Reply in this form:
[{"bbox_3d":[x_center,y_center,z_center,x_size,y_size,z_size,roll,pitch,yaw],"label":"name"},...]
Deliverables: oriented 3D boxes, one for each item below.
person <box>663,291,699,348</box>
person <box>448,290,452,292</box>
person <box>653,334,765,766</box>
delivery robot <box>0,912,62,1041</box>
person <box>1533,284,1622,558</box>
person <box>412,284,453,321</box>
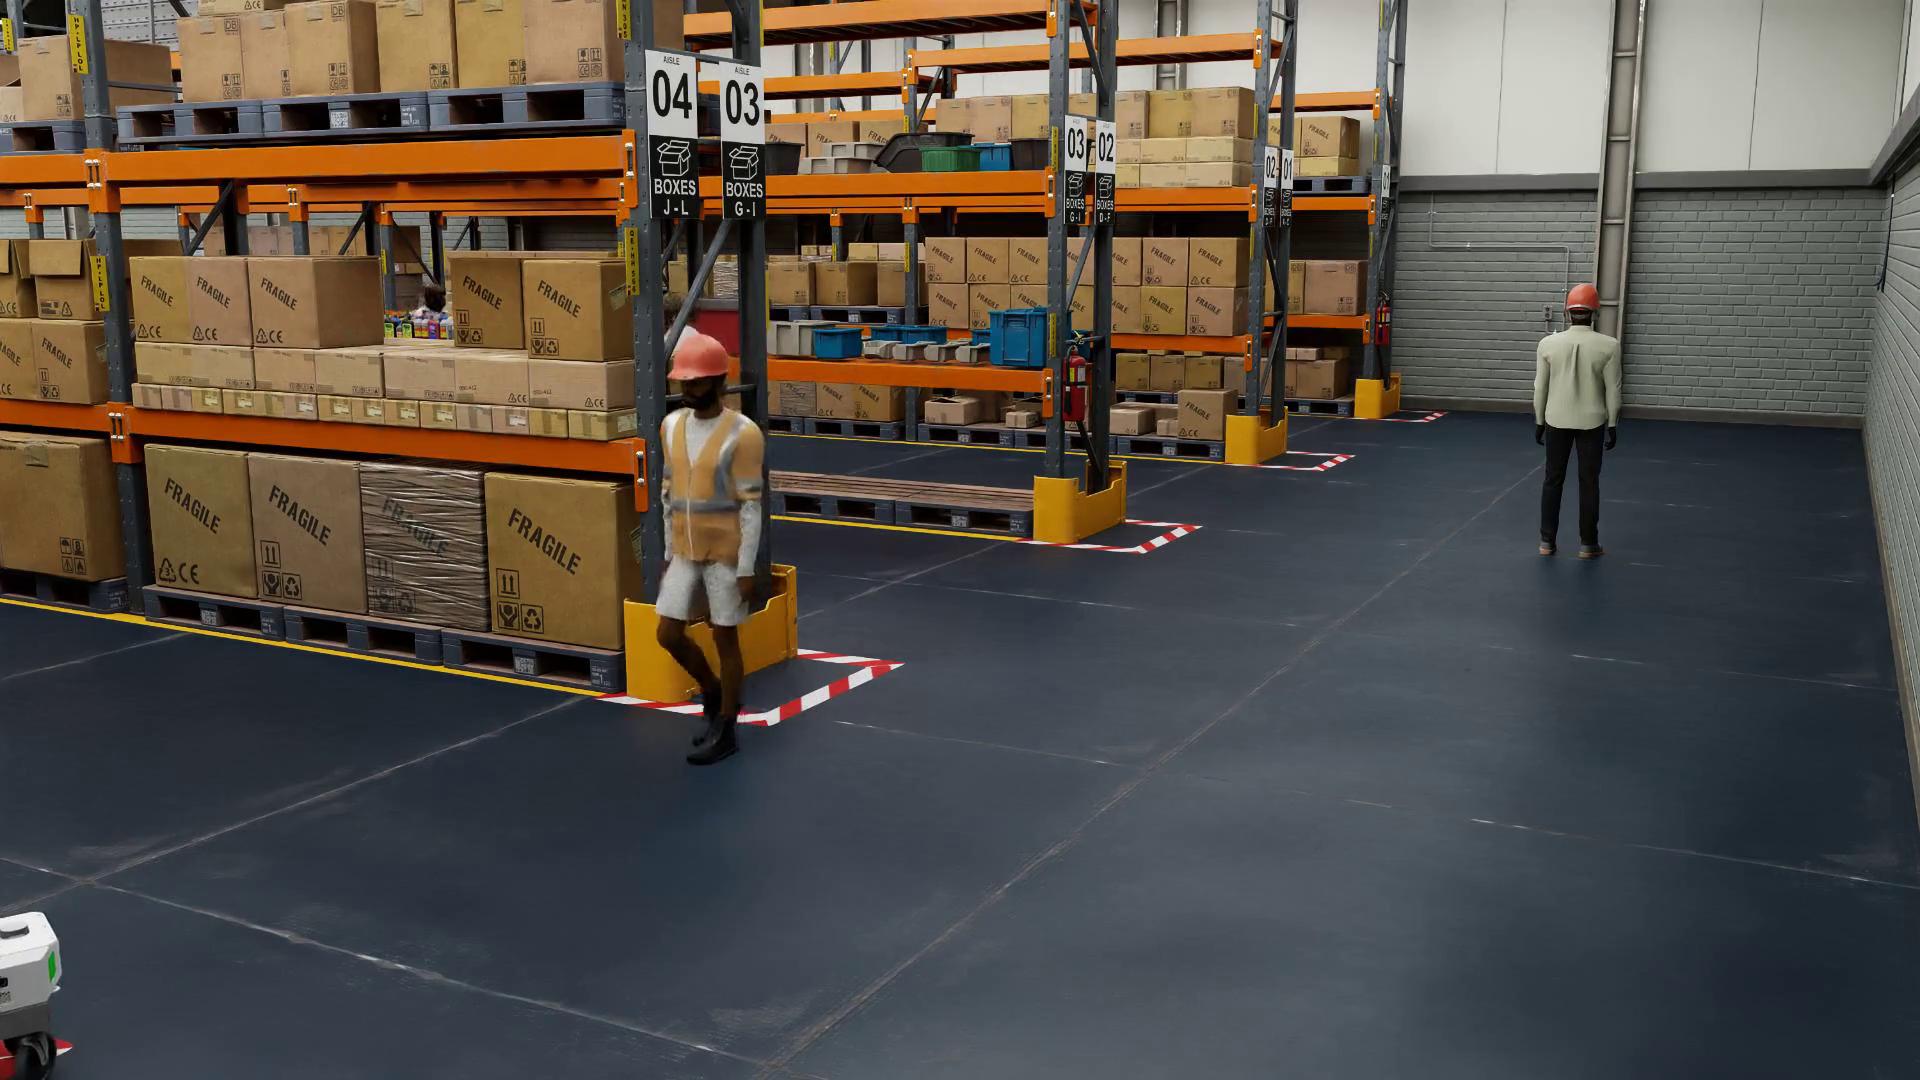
[{"bbox_3d":[-2.153,-0.962,12.920,0.480,1.927,0.640,4,11,20],"label":"person"},{"bbox_3d":[-7.280,-3.006,24.272,0.327,1.844,0.514,5,12,26],"label":"person"},{"bbox_3d":[-1.125,0.053,7.367,0.577,1.924,0.399,6,12,30],"label":"person"},{"bbox_3d":[-2.836,1.219,4.495,0.707,0.478,0.477,-8,13,-37],"label":"delivery robot"},{"bbox_3d":[4.517,-0.867,12.190,0.613,1.997,0.374,6,12,30],"label":"person"},{"bbox_3d":[-5.656,-1.891,18.266,0.771,1.812,0.647,5,11,24],"label":"person"}]
